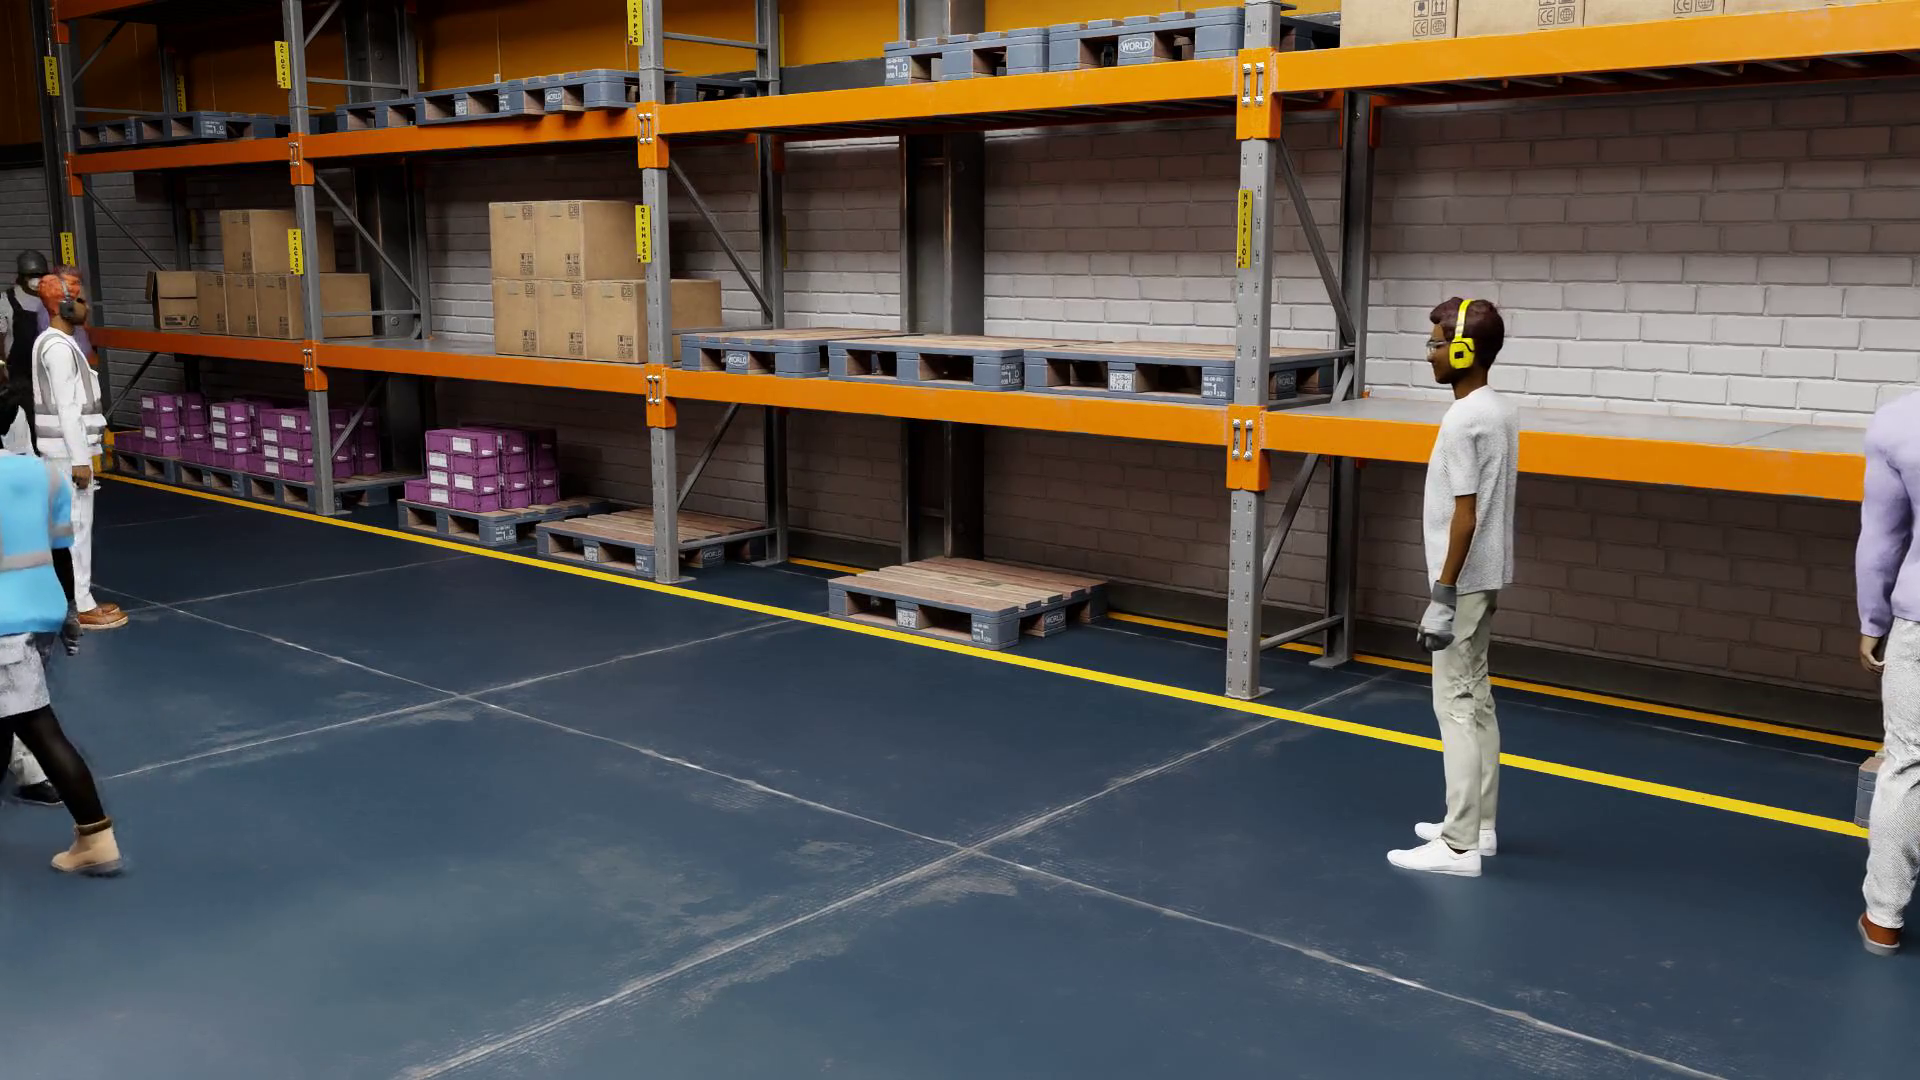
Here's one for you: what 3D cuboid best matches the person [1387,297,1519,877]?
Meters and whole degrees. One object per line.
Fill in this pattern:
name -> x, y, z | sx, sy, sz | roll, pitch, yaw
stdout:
person -> 1.613, 0.156, 5.388 | 0.313, 1.866, 0.538 | 7, 12, 33

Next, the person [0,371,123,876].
person -> -3.111, 0.267, 5.355 | 0.872, 1.650, 0.544 | 2, 10, 9

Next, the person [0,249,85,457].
person -> -7.728, -1.447, 14.022 | 0.714, 2.000, 0.543 | -8, 13, -40

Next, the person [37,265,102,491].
person -> -7.380, -1.333, 13.793 | 0.408, 1.888, 0.695 | -5, 11, -28

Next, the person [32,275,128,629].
person -> -4.727, -0.465, 8.872 | 0.343, 1.882, 0.585 | -6, 12, -32

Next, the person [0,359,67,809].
person -> -3.632, 0.072, 6.103 | 0.920, 1.795, 0.597 | 3, 10, 14

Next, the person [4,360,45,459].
person -> -8.304, -1.361, 14.750 | 0.508, 1.611, 0.646 | -7, 12, -34

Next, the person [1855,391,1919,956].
person -> 2.835, 0.255, 4.643 | 0.630, 1.931, 0.356 | 7, 12, 34
